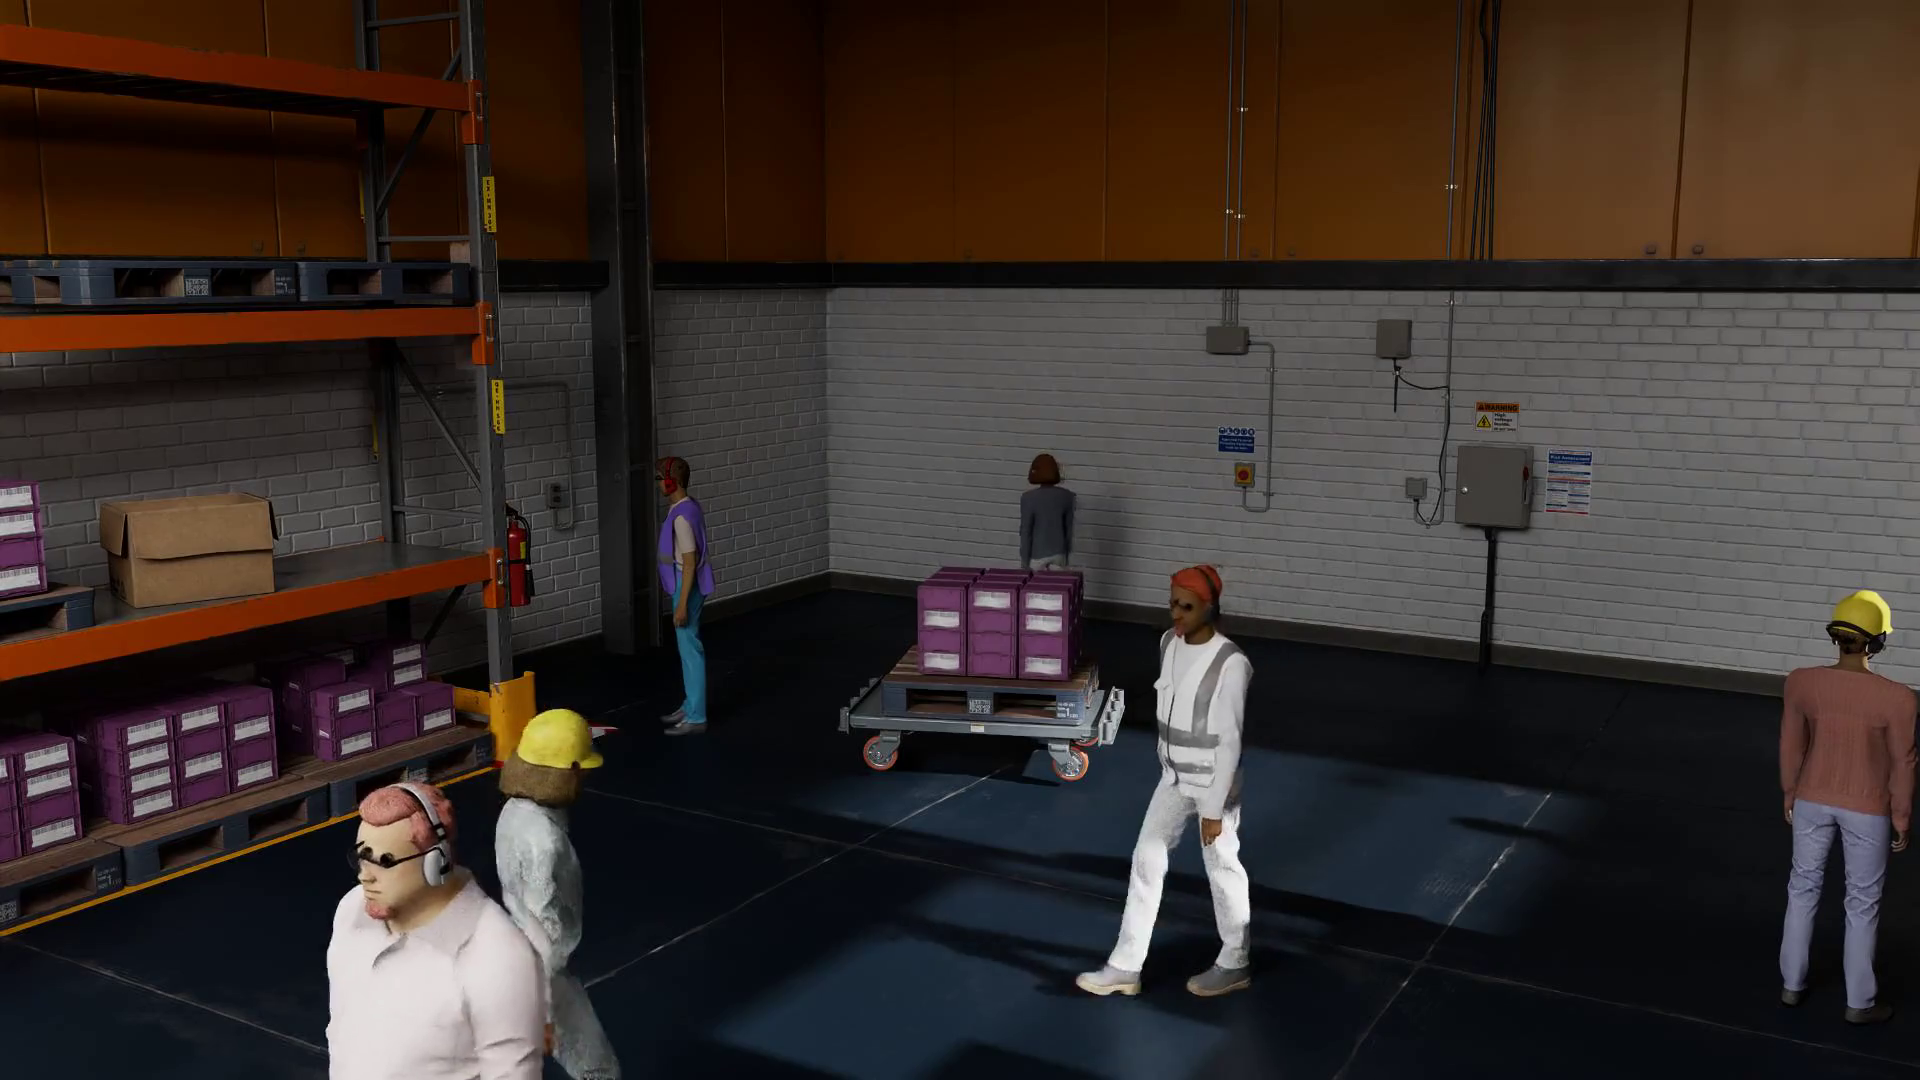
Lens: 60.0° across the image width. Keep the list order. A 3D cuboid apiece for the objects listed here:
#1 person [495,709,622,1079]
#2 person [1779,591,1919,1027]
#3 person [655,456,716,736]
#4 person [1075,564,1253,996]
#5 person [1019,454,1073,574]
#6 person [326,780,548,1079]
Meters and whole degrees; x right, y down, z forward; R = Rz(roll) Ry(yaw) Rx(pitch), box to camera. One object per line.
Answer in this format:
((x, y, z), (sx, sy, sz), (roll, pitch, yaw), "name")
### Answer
((-1.295, 1.356, 5.154), (0.526, 1.709, 0.595), (-5, 10, -28), "person")
((3.589, 1.079, 6.746), (0.311, 1.769, 0.522), (-8, 12, -41), "person")
((-1.806, 0.364, 10.968), (0.396, 1.841, 0.565), (-1, 9, -9), "person")
((0.871, 1.022, 6.826), (0.884, 1.848, 0.588), (-4, 10, -26), "person")
((0.649, 0.123, 13.173), (0.514, 1.619, 0.518), (-5, 10, -26), "person")
((-1.236, 1.469, 3.903), (0.667, 1.892, 0.461), (6, 11, 32), "person")
